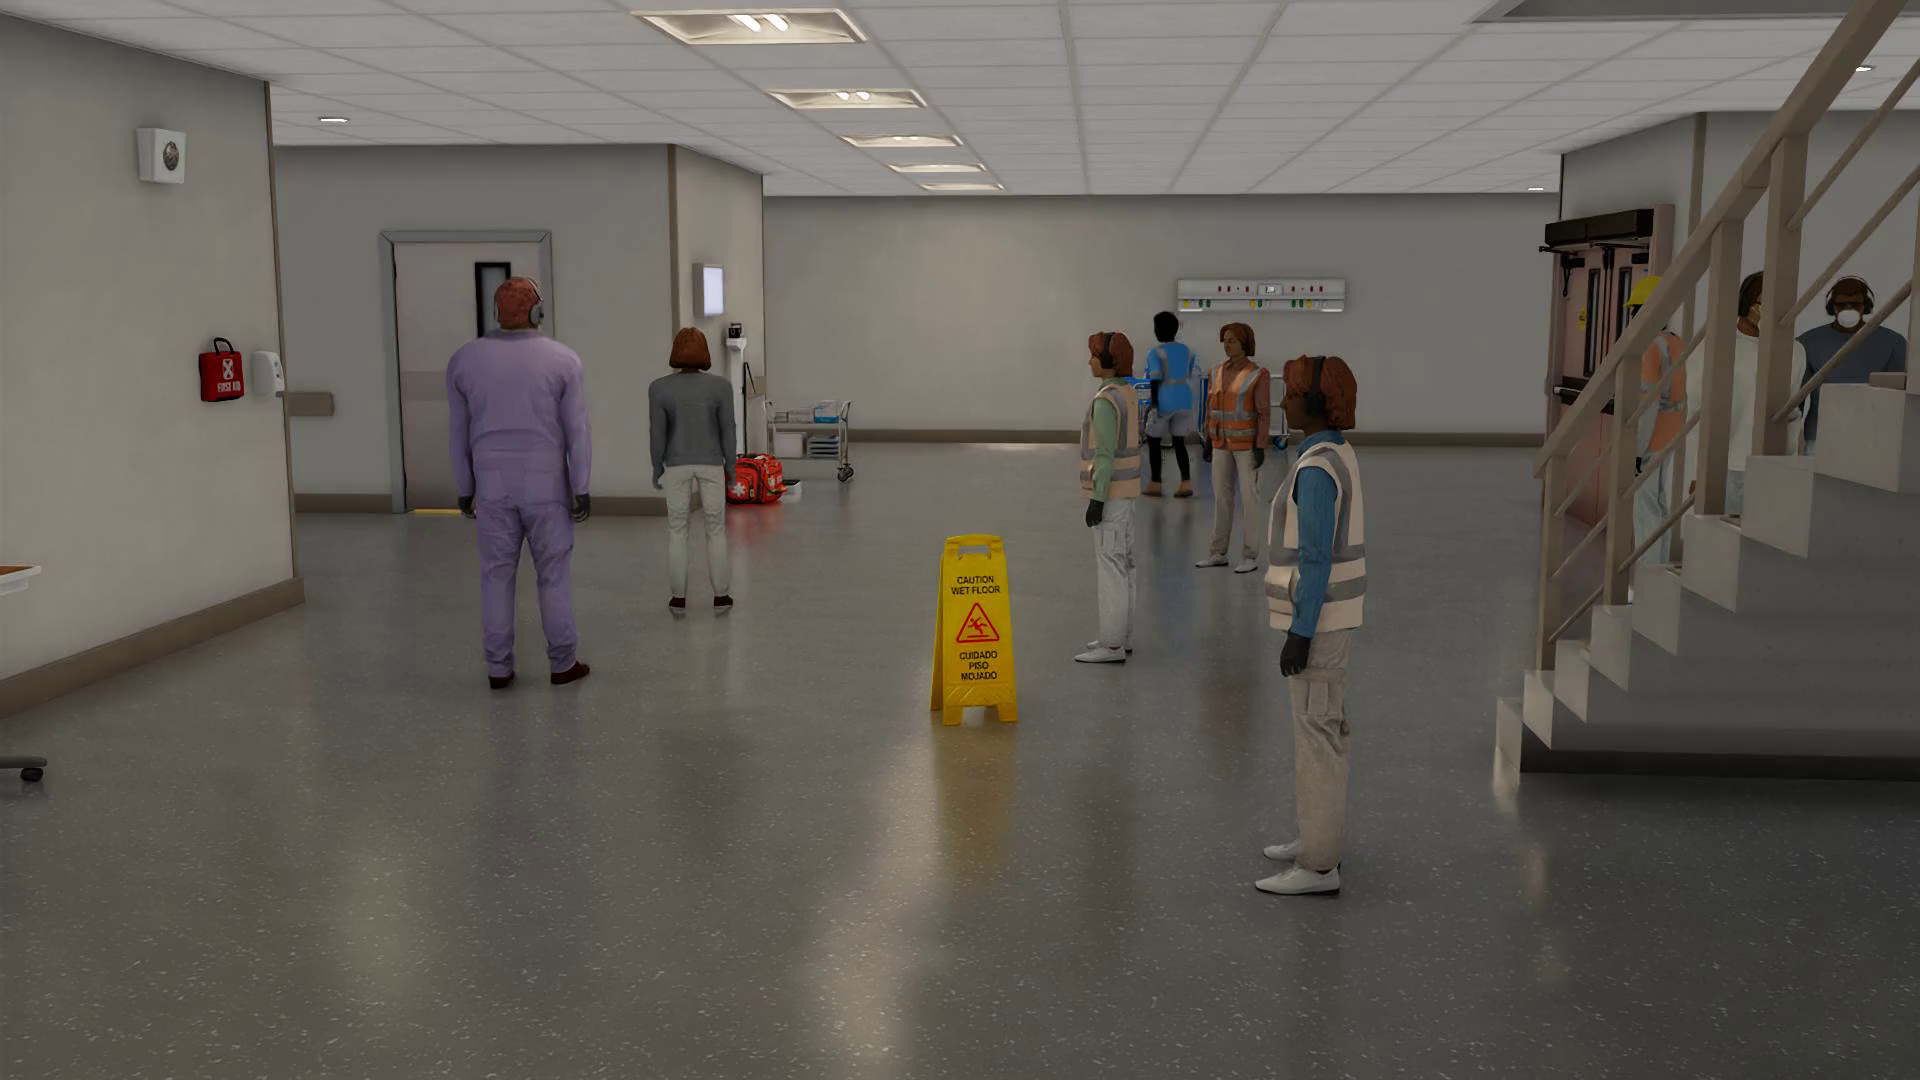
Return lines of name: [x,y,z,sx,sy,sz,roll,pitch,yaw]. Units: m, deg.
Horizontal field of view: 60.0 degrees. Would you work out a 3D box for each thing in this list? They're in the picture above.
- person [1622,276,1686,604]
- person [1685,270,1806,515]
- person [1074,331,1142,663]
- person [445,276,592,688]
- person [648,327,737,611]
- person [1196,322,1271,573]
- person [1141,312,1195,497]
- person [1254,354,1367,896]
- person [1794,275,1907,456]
person: [4.040,-0.580,9.786,0.367,1.926,0.594,6,10,36]
person: [3.769,-0.318,7.991,0.628,1.935,0.373,-2,9,-15]
person: [0.747,-0.210,8.245,0.308,1.641,0.514,3,9,17]
person: [-2.022,-0.265,7.729,0.651,1.905,0.403,0,8,0]
person: [-1.534,-0.405,9.588,0.499,1.634,0.279,-1,8,-7]
person: [1.813,-0.607,10.941,0.313,1.642,0.513,-7,11,-41]
person: [1.873,-1.205,14.897,0.556,1.664,0.537,-5,10,-30]
person: [1.079,0.258,5.068,0.307,1.641,0.513,2,9,16]
person: [5.065,-0.545,9.563,0.639,1.928,0.374,3,9,19]
